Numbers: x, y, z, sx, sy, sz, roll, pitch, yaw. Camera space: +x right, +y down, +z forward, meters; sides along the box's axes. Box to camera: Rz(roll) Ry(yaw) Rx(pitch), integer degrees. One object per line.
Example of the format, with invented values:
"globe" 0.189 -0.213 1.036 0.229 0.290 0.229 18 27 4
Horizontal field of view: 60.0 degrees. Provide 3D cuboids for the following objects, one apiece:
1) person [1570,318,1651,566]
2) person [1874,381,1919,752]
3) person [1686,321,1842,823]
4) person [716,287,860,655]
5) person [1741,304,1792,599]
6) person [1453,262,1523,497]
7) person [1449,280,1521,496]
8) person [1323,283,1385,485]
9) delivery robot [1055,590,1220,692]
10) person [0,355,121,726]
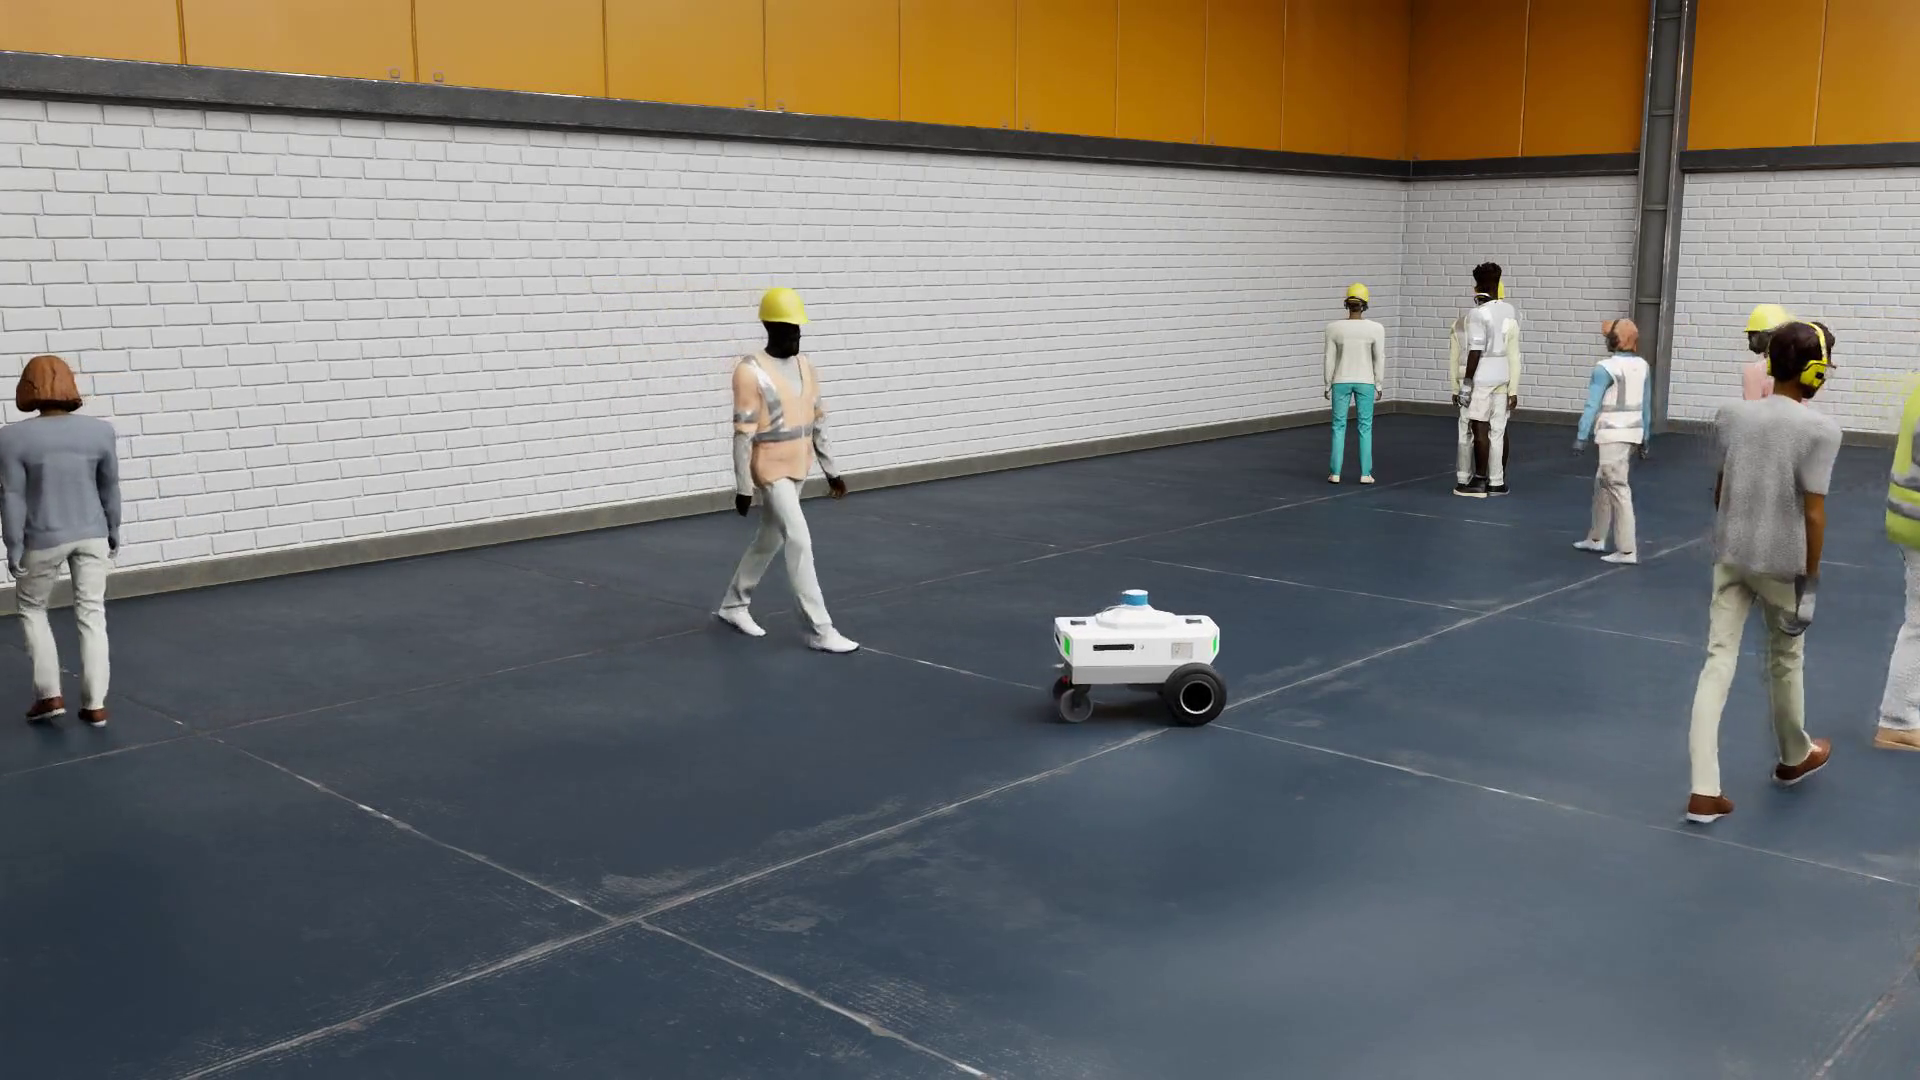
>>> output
"person" 4.272 -0.657 11.043 0.520 1.613 0.707 -7 12 -36
"person" 4.025 0.006 6.735 0.491 1.808 0.653 4 11 20
"person" 2.999 0.107 6.144 0.990 1.803 0.486 -8 13 -38
"person" -0.940 -0.372 8.675 0.976 1.886 0.605 5 11 28
"person" 4.706 -0.491 9.712 0.541 1.755 0.387 -5 11 -24
"person" 4.406 -1.335 13.914 0.602 1.958 0.381 -7 12 -33
"person" 4.420 -1.286 13.996 0.594 1.832 0.404 7 12 35
"person" 3.461 -1.364 14.632 0.529 1.768 0.312 3 10 15
"delivery robot" 0.778 0.465 7.393 0.707 0.478 0.477 0 10 -3
"person" -3.919 0.007 7.246 0.468 1.621 0.513 10 14 44
